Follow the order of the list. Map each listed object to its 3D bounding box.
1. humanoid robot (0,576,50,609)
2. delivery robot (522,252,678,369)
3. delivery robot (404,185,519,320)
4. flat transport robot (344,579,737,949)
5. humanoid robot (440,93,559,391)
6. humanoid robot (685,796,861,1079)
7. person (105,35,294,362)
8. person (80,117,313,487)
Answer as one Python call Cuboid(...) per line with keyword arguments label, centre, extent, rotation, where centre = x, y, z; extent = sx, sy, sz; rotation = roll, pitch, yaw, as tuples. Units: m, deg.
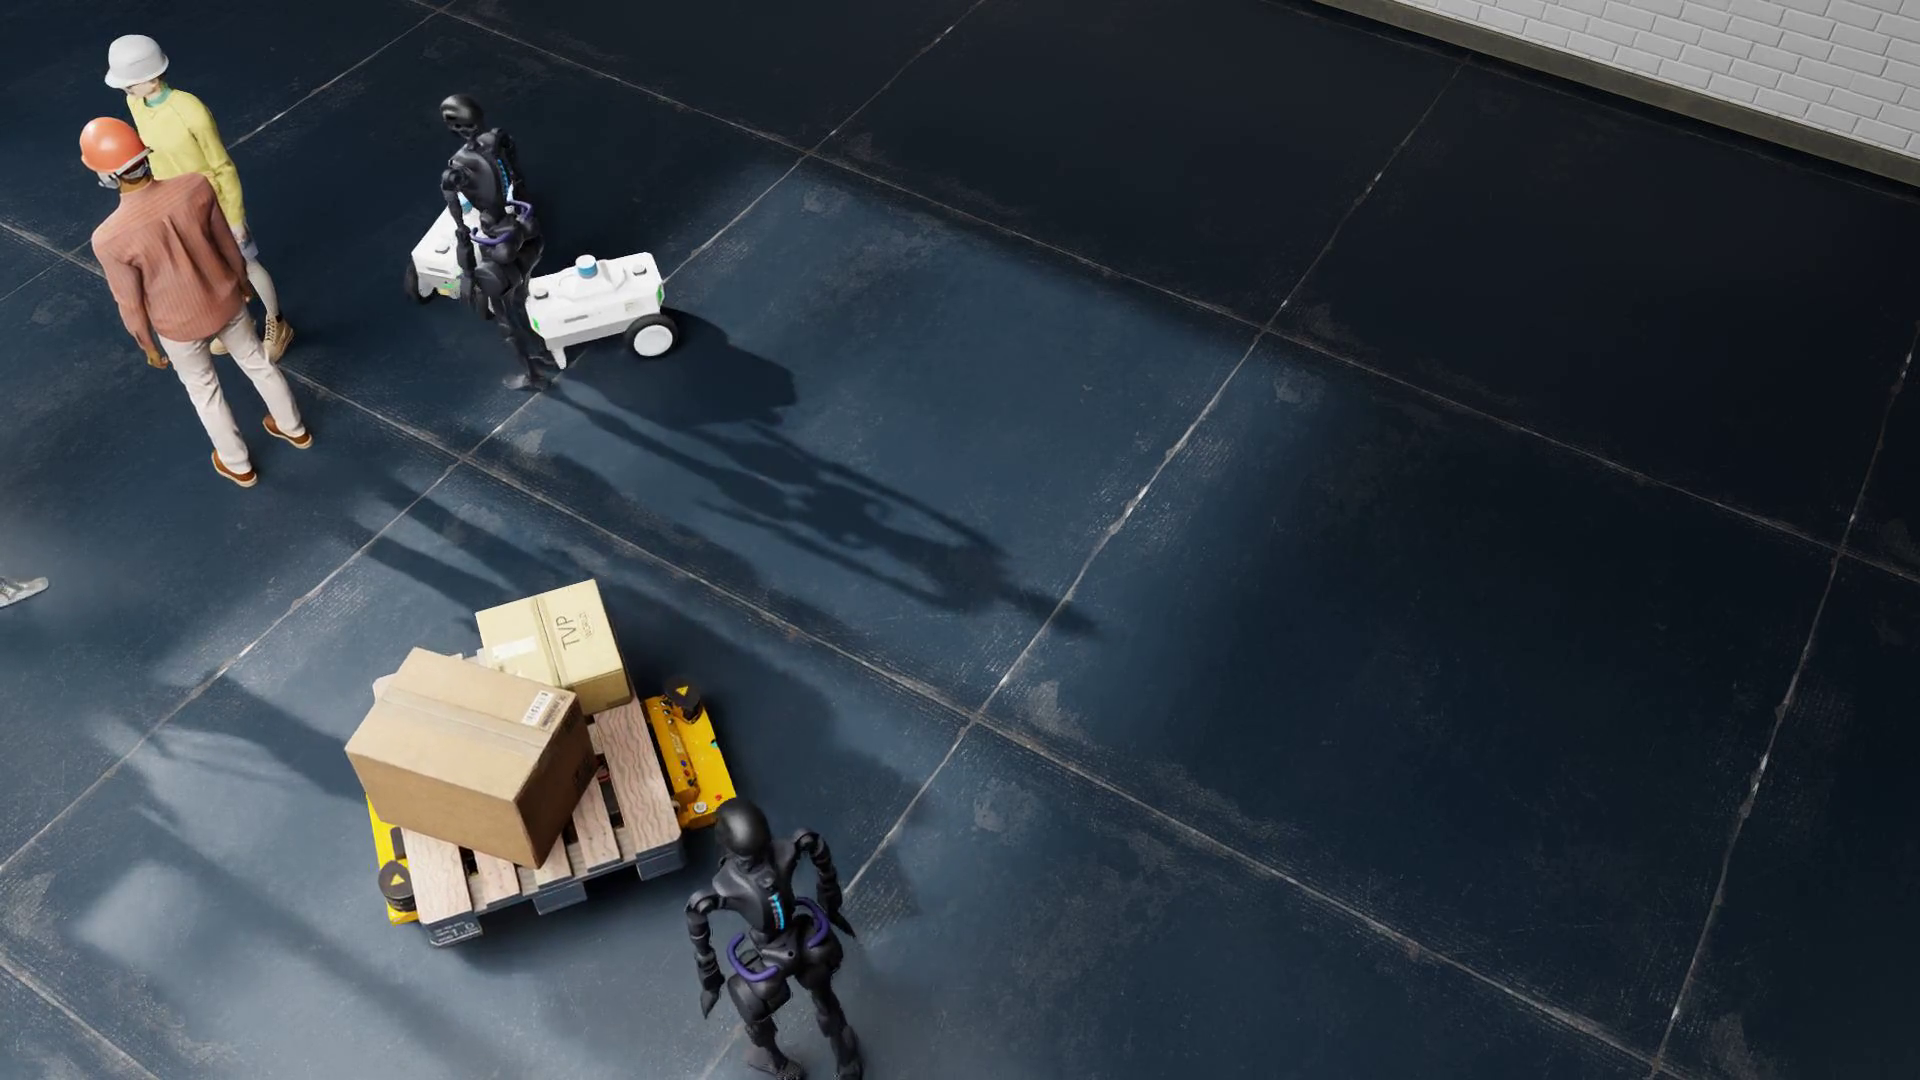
Cuboid(label="humanoid robot", centre=(-4.543, -0.297, 7.114), extent=(0.530, 1.794, 0.798), rotation=(30, 55, 24))
Cuboid(label="delivery robot", centre=(-1.899, -1.241, 8.705), extent=(0.741, 0.587, 0.525), rotation=(-16, 51, -14))
Cuboid(label="delivery robot", centre=(-2.655, -1.613, 9.030), extent=(0.499, 0.587, 0.787), rotation=(12, 50, 11))
Cuboid(label="flat transport robot", centre=(-1.695, 1.058, 6.890), extent=(1.431, 0.231, 0.659), rotation=(-17, 51, -14))
Cuboid(label="humanoid robot", centre=(-2.244, -1.426, 8.128), extent=(0.324, 1.650, 0.608), rotation=(18, 51, 15))
Cuboid(label="humanoid robot", centre=(-0.614, 1.411, 5.653), extent=(0.593, 1.645, 0.369), rotation=(-30, 55, -24))
Cuboid(label="person", centre=(-3.733, -1.672, 8.205), extent=(0.472, 1.887, 0.399), rotation=(17, 51, 14))
Cuboid(label="person", centre=(-3.518, -1.068, 7.613), extent=(0.401, 1.986, 0.619), rotation=(31, 56, 24))
